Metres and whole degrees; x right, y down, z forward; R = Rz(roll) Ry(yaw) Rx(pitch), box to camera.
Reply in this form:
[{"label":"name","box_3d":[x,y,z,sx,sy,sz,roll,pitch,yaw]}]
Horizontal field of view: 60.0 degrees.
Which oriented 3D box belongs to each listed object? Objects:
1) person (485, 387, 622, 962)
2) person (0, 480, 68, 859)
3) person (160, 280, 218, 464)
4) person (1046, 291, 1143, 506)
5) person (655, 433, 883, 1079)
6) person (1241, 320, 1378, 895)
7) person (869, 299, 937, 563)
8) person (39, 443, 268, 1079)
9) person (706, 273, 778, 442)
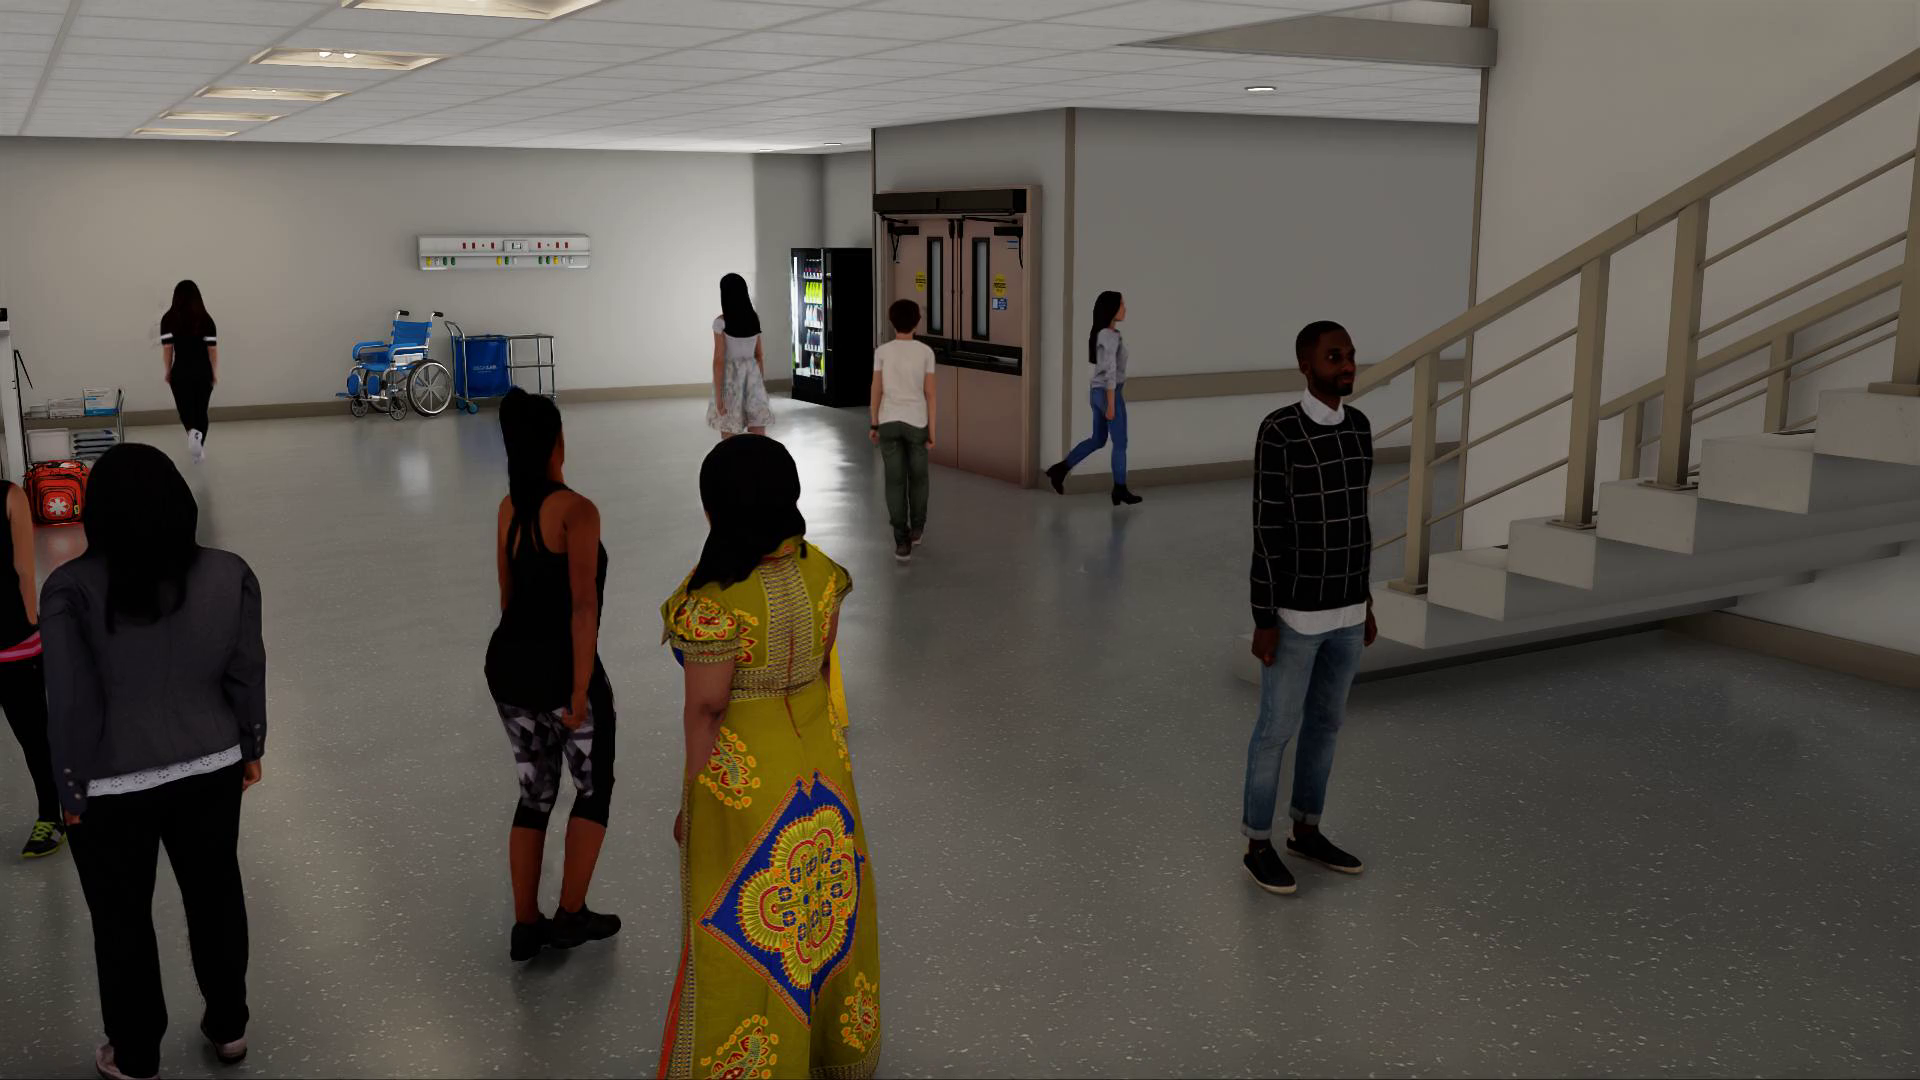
[{"label":"person","box_3d":[-1.208,0.404,4.768,0.712,1.641,0.790,9,14,39]},{"label":"person","box_3d":[-3.261,0.296,5.575,0.612,1.552,0.638,0,11,-1]},{"label":"person","box_3d":[-6.779,-1.463,14.652,0.668,1.625,0.951,-4,12,-22]},{"label":"person","box_3d":[1.030,-1.051,12.516,0.870,1.611,0.979,-2,11,-8]},{"label":"person","box_3d":[-0.459,0.569,3.847,0.958,1.660,0.977,8,13,35]},{"label":"person","box_3d":[1.127,0.199,5.371,0.679,1.819,0.542,-7,13,-33]},{"label":"person","box_3d":[-0.358,-0.668,10.459,0.841,1.625,1.080,-1,11,-6]},{"label":"person","box_3d":[-1.982,0.555,4.095,0.748,1.597,0.745,10,15,43]},{"label":"person","box_3d":[-1.512,-0.993,11.841,0.681,1.749,1.054,-8,13,-35]}]
